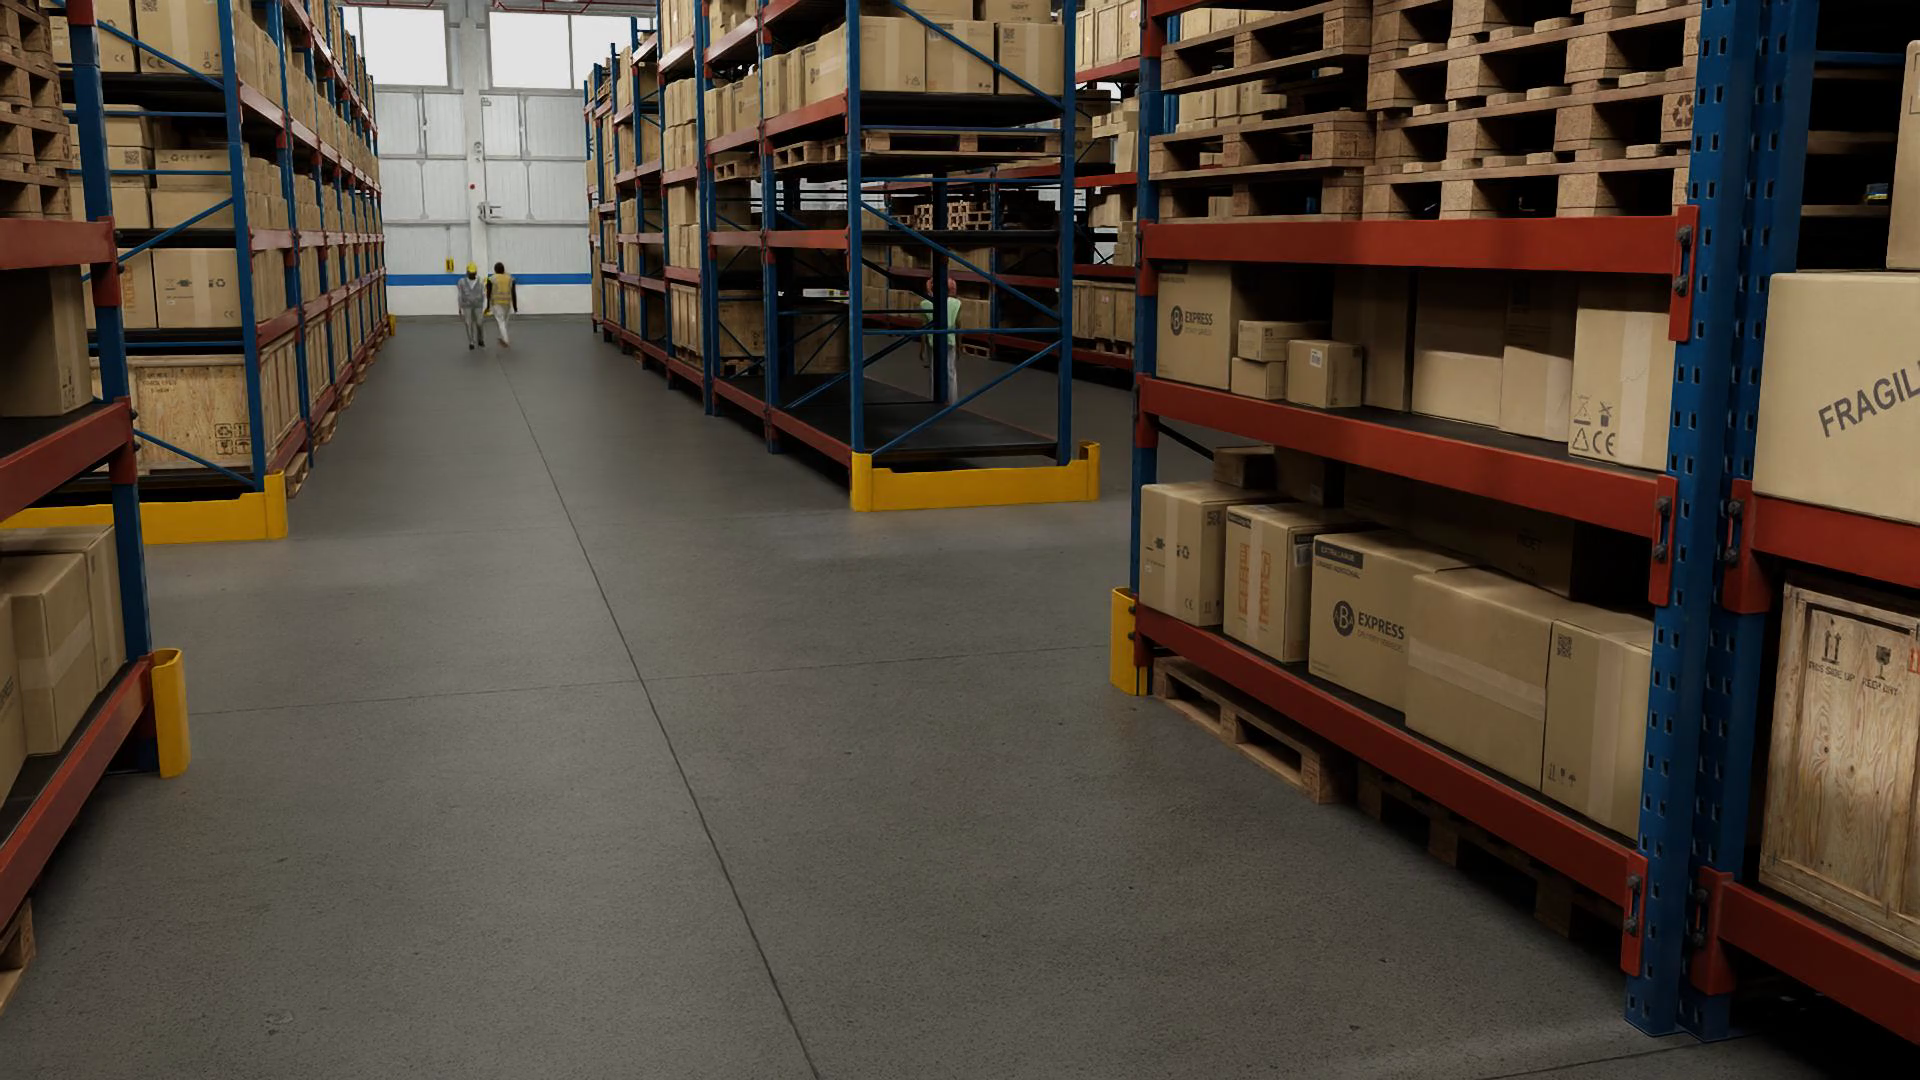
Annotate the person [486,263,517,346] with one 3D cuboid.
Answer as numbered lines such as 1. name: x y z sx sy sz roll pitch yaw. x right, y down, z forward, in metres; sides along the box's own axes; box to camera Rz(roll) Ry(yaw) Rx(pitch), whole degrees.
1. person: -9.960 -5.117 36.120 0.640 1.796 0.989 -7 13 -35

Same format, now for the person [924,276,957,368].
1. person: -0.378 -4.025 29.806 0.652 1.906 0.409 6 12 29

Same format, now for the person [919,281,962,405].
1. person: -0.247 -2.508 21.674 0.563 1.839 0.392 -3 11 -14

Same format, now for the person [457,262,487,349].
1. person: -10.191 -4.880 34.764 0.613 1.815 0.510 -3 11 -17

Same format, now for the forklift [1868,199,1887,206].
1. forklift: 11.338 -2.915 21.052 1.129 2.768 1.873 -3 11 -17
